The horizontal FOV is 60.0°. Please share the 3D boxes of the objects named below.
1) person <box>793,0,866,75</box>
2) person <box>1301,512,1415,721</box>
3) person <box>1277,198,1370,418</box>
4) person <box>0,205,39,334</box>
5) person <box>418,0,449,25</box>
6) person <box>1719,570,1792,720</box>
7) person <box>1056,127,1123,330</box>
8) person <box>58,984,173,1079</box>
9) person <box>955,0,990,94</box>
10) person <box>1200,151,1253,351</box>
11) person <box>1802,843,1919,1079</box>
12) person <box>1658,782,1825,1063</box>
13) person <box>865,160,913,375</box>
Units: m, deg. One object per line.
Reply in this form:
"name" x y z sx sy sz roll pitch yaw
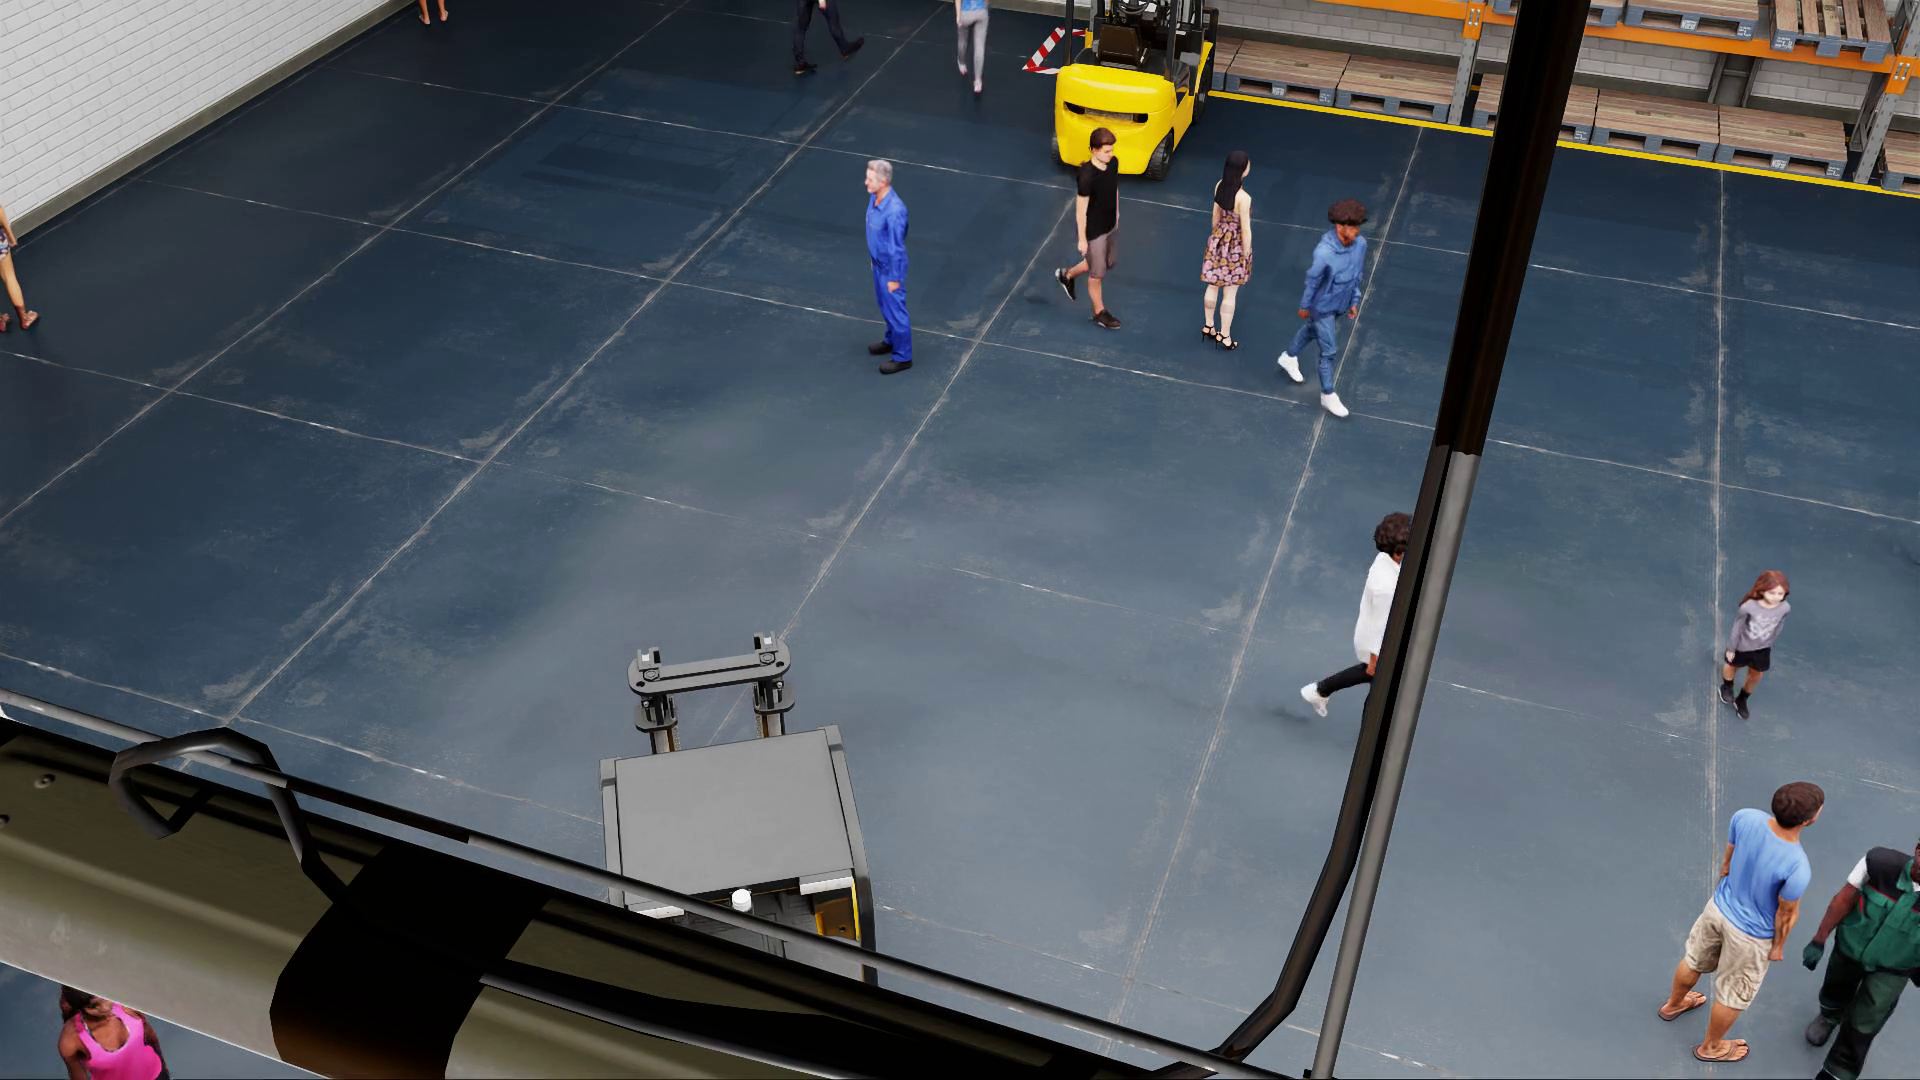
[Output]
"person" -1.687 -6.006 18.225 1.064 1.831 1.191 -30 47 -32
"person" 2.471 0.549 10.046 0.898 1.795 0.637 13 40 16
"person" 2.857 -1.925 13.168 1.051 1.765 1.213 -23 44 -26
"person" -8.222 -2.551 13.976 0.622 1.735 0.731 -6 39 -8
"person" -6.333 -6.920 19.479 0.667 1.696 0.730 -15 41 -18
"person" 5.008 0.598 10.546 0.550 1.095 0.608 4 39 5
"person" 1.092 -2.667 14.037 1.078 1.840 0.899 25 45 28
"person" -3.884 2.495 7.689 1.084 1.696 0.786 25 45 28
"person" 0.154 -5.619 17.953 1.094 1.565 0.955 -5 39 -6
"person" 2.222 -2.389 13.742 0.862 1.774 0.789 -22 44 -26
"person" 4.550 1.990 8.244 1.181 1.792 1.035 29 47 31
"person" 3.921 1.888 8.314 0.781 1.864 0.739 -13 40 -15
"person" -0.567 -2.243 13.519 0.814 1.824 0.783 -13 40 -16
